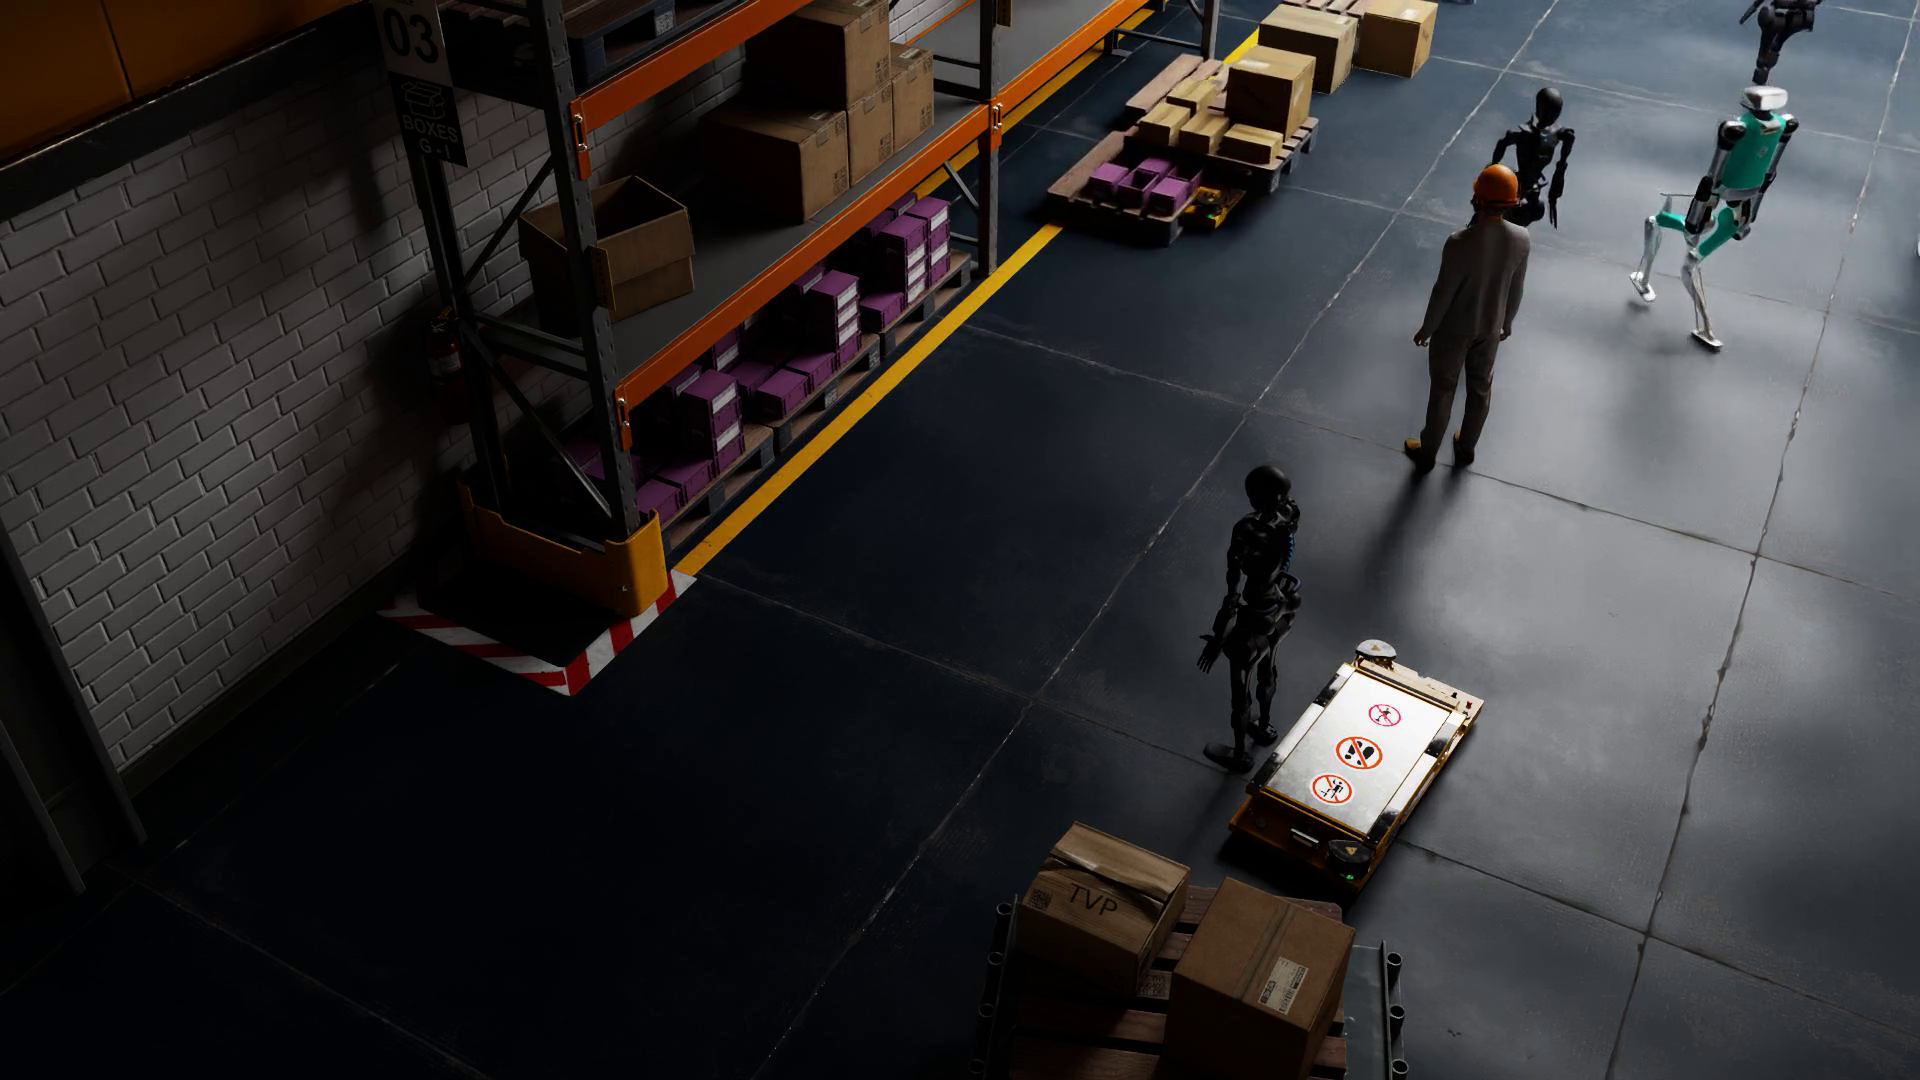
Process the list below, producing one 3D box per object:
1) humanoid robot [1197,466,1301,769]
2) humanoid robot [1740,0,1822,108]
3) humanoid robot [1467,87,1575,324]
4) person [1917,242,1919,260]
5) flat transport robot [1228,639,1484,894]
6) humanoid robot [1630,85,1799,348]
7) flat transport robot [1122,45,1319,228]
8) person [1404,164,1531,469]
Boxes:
[{"bbox_3d":[1.350,0.351,7.645,0.315,1.653,0.599,29,47,31],"label":"humanoid robot"},{"bbox_3d":[6.703,-4.334,13.517,0.607,1.640,0.484,-3,39,-4],"label":"humanoid robot"},{"bbox_3d":[3.660,-2.212,10.893,0.608,1.622,0.777,-7,39,-9],"label":"humanoid robot"},{"bbox_3d":[7.084,-2.747,11.362,0.662,1.891,0.481,1,39,2],"label":"person"},{"bbox_3d":[1.914,1.038,7.922,0.659,0.231,1.431,24,45,27],"label":"flat transport robot"},{"bbox_3d":[4.818,-2.193,10.825,0.546,1.770,1.037,-12,40,-14],"label":"humanoid robot"},{"bbox_3d":[1.942,-2.828,12.755,0.659,0.231,1.431,20,43,23],"label":"flat transport robot"},{"bbox_3d":[2.898,-1.247,9.478,0.569,1.897,0.359,-7,39,-8],"label":"person"}]
